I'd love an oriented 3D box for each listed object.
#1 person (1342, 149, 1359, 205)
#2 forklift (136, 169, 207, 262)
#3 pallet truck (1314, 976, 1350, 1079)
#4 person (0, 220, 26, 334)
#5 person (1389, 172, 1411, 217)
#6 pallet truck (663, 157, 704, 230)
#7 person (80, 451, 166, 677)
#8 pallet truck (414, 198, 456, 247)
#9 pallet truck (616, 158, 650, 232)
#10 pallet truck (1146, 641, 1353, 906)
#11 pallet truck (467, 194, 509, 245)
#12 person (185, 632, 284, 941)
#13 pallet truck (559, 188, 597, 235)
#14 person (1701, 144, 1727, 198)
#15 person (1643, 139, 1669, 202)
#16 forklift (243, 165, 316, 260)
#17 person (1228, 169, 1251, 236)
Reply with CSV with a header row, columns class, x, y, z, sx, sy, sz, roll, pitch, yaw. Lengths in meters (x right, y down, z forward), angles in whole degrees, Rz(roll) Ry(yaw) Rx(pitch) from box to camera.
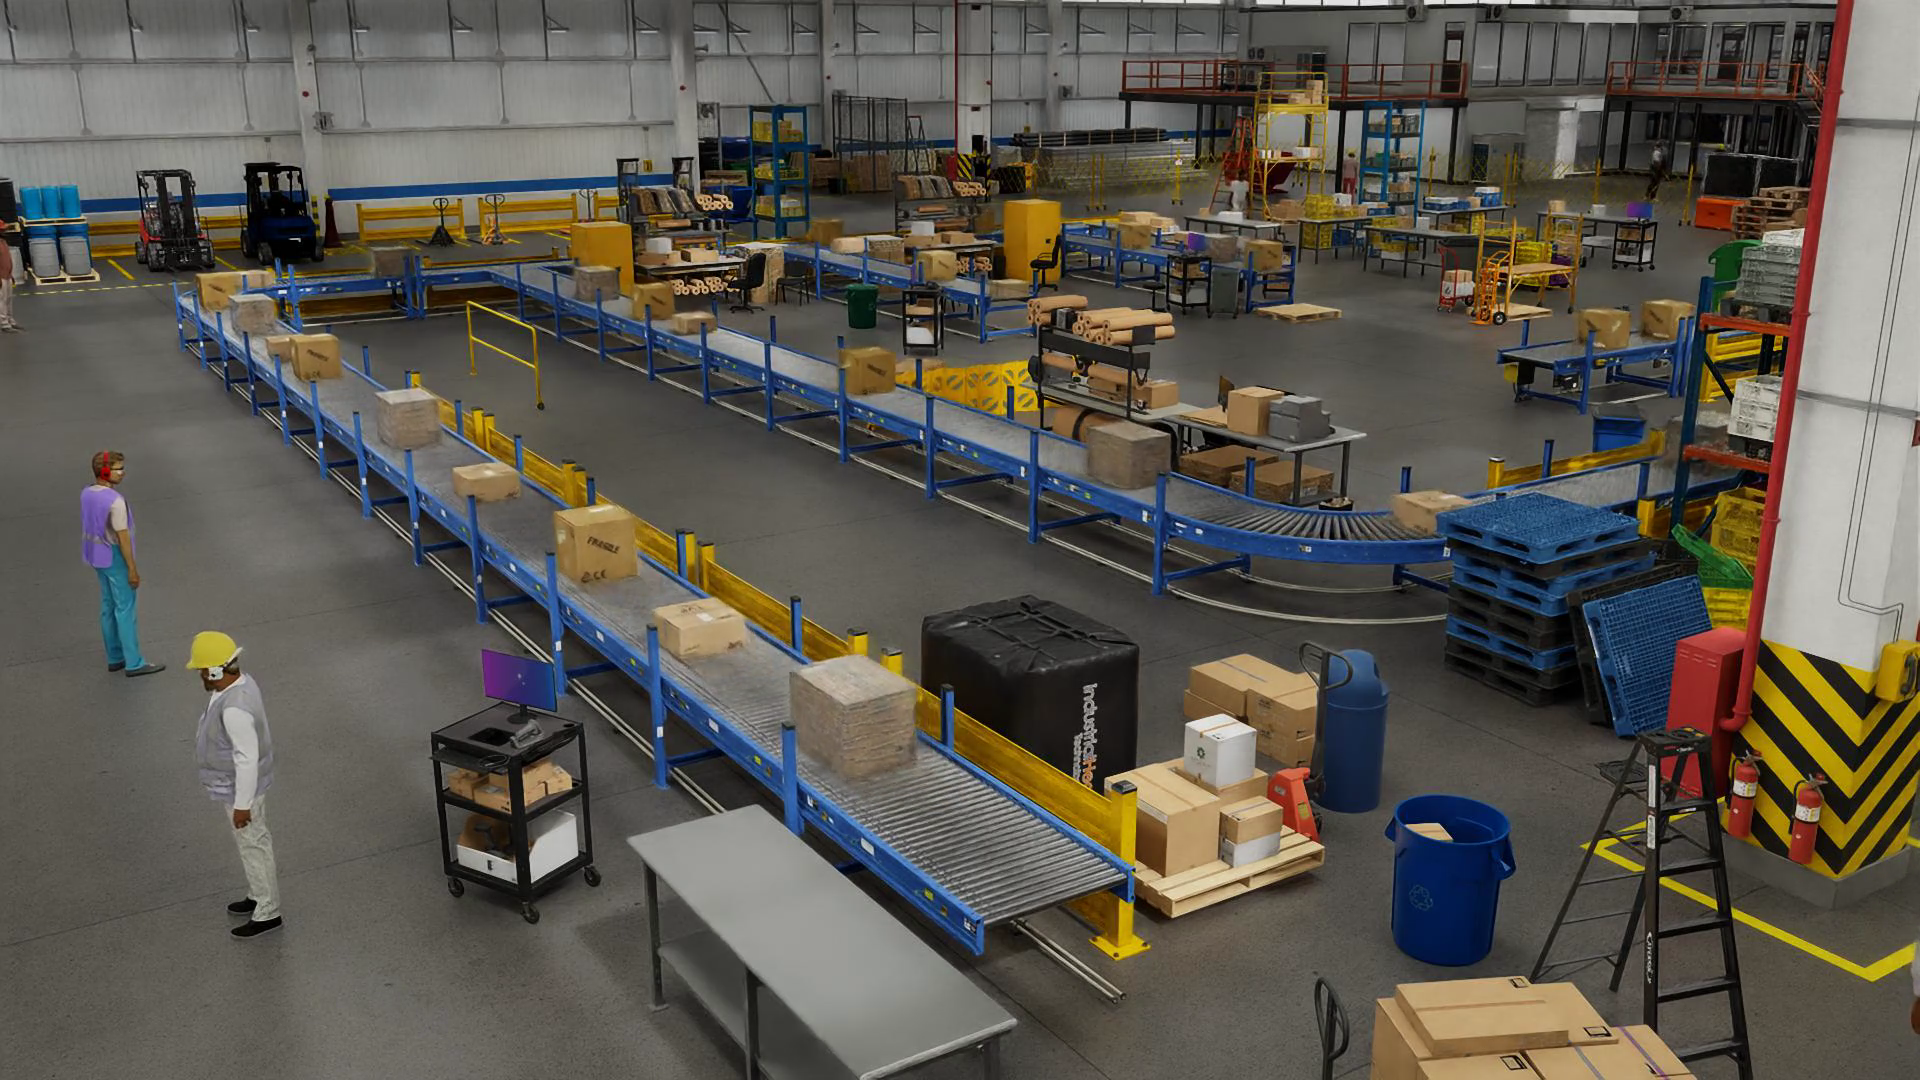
class,x,y,z,sx,sy,sz,roll,pitch,yaw
person,11.981,-11.102,51.076,0.520,1.757,0.337,8,18,24
forklift,-17.842,-7.318,37.559,1.157,1.987,2.680,-10,20,-31
pallet truck,2.299,2.390,7.086,1.601,1.201,0.680,-2,17,-7
person,-16.746,-4.623,29.110,0.377,1.995,0.608,-3,17,-8
person,12.689,-10.228,48.039,0.592,1.836,0.980,-10,20,-31
pallet truck,-7.586,-9.308,44.692,0.823,1.965,1.885,-11,20,-33
person,-6.790,0.198,13.336,0.564,1.837,0.395,12,21,35
pallet truck,-13.250,-8.060,41.856,0.680,1.201,1.601,-10,20,-31
pallet truck,-8.918,-9.176,44.255,0.823,1.965,1.885,-9,19,-27
pallet truck,1.664,1.407,10.232,1.630,1.274,0.653,-10,20,-31
pallet truck,-11.983,-8.177,42.137,0.704,1.261,1.522,-11,20,-33
person,-4.099,1.377,9.435,0.404,1.820,0.600,-7,18,-23
pallet truck,-10.010,-8.652,43.699,0.653,1.274,1.630,-10,20,-31
person,23.748,-11.493,52.202,0.593,1.871,1.024,-14,21,-38
person,22.103,-11.763,52.787,0.741,2.000,0.750,12,20,34
forklift,-15.898,-7.669,38.708,1.157,1.987,2.680,-11,20,-33
person,7.157,-8.526,42.408,0.536,1.815,1.028,-5,17,-16
